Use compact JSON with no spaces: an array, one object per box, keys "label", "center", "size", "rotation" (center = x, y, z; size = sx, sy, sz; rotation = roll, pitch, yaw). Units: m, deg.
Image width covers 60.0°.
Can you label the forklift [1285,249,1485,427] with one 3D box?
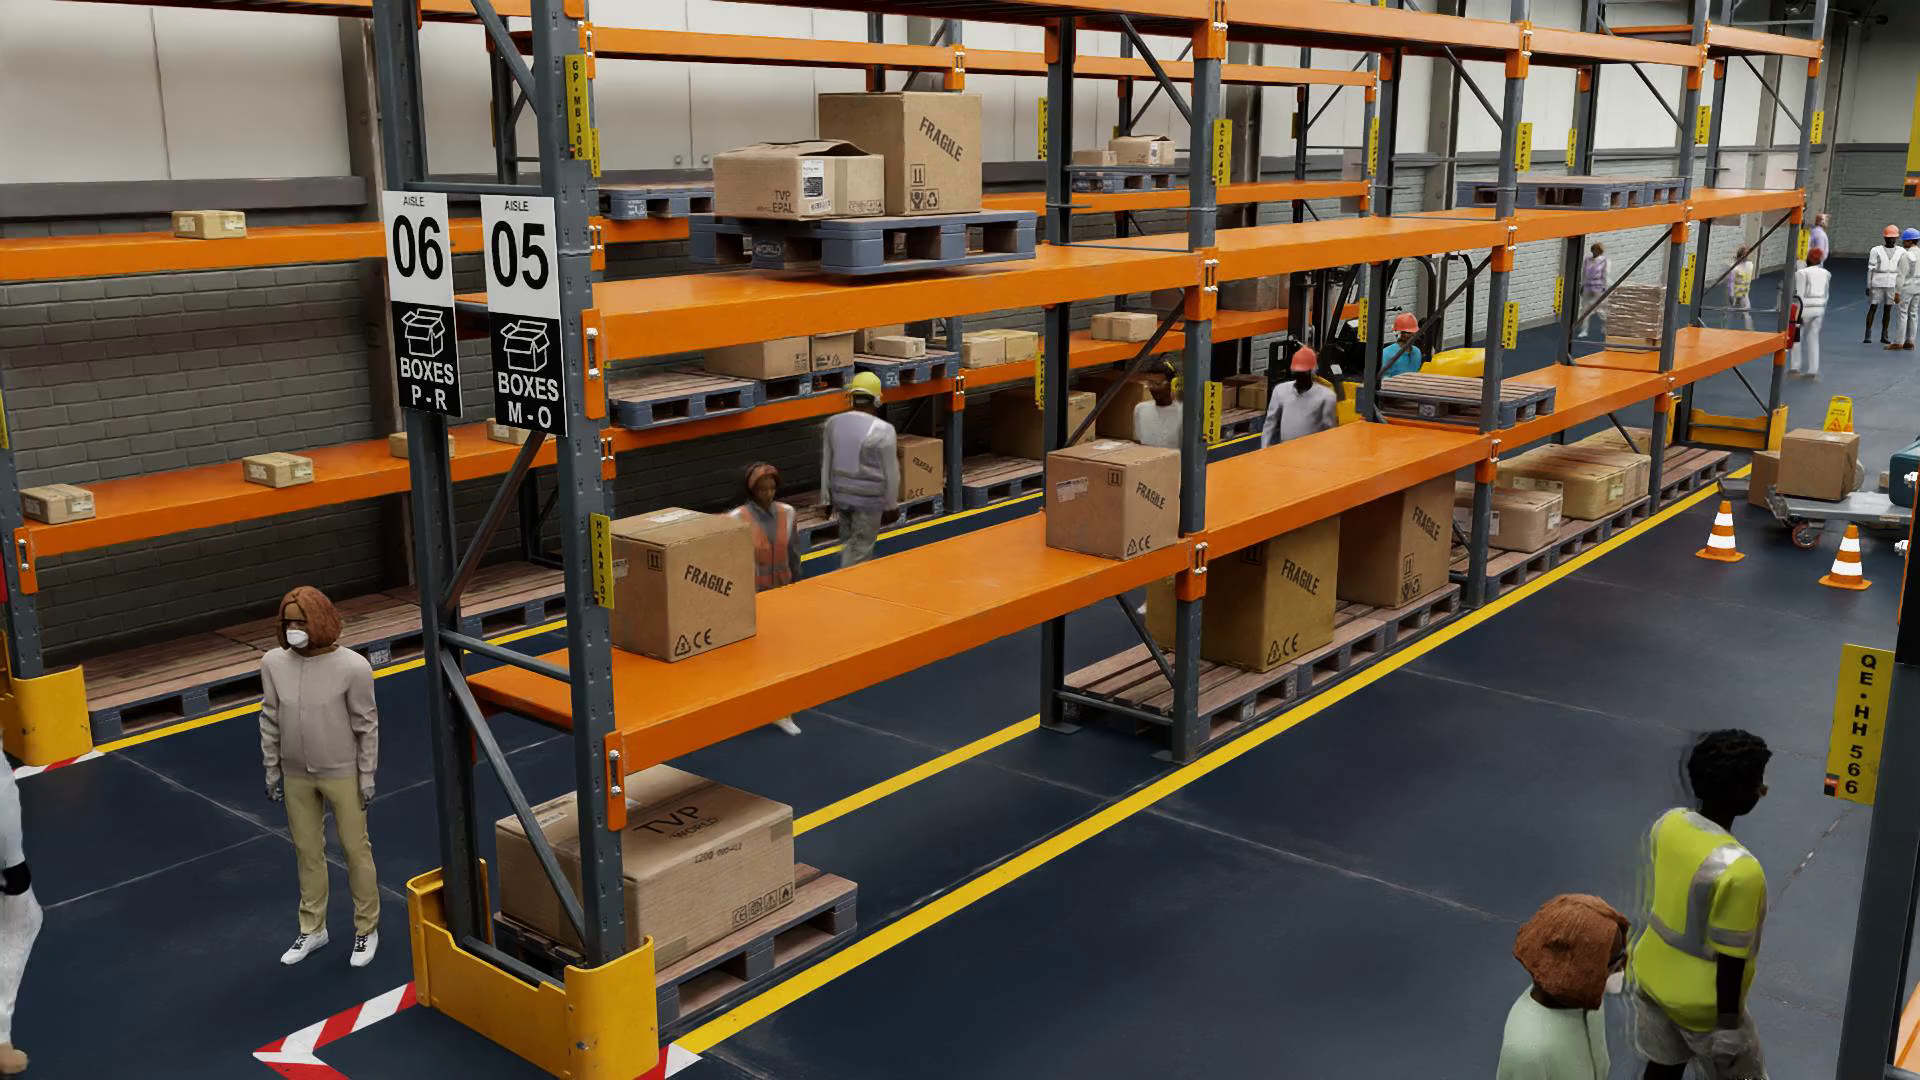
[{"label":"forklift","center":[4.886,-2.214,18.767],"size":[2.313,2.155,1.214],"rotation":[11,18,38]}]

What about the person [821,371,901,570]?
[{"label":"person","center":[-0.681,-0.287,11.737],"size":[0.593,1.797,0.490],"rotation":[11,17,37]}]

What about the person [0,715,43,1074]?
[{"label":"person","center":[-3.639,1.115,5.956],"size":[0.650,1.831,0.446],"rotation":[0,14,2]}]

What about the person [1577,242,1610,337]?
[{"label":"person","center":[10.826,-4.262,28.299],"size":[0.552,1.625,0.528],"rotation":[-10,17,-35]}]

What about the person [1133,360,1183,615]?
[{"label":"person","center":[1.445,-0.386,12.025],"size":[0.519,1.856,0.461],"rotation":[11,18,38]}]

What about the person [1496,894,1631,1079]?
[{"label":"person","center":[1.483,1.648,4.219],"size":[0.271,1.627,0.502],"rotation":[11,18,38]}]

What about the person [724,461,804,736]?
[{"label":"person","center":[-1.200,0.316,9.659],"size":[0.546,1.616,0.596],"rotation":[-11,18,-39]}]

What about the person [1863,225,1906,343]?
[{"label":"person","center":[15.240,-4.206,27.404],"size":[0.551,1.936,0.356],"rotation":[4,14,14]}]

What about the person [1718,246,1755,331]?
[{"label":"person","center":[12.774,-3.983,27.172],"size":[0.544,1.592,0.854],"rotation":[-5,15,-20]}]

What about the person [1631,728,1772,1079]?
[{"label":"person","center":[2.359,1.385,5.136],"size":[0.526,1.683,0.555],"rotation":[-1,14,-5]}]

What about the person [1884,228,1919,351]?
[{"label":"person","center":[15.072,-3.975,26.471],"size":[0.610,1.939,0.419],"rotation":[-8,16,-29]}]

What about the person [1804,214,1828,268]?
[{"label":"person","center":[16.499,-5.331,32.081],"size":[0.398,1.899,0.643],"rotation":[1,14,5]}]

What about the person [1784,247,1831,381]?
[{"label":"person","center":[11.964,-3.177,23.383],"size":[0.595,1.851,0.604],"rotation":[-3,14,-11]}]

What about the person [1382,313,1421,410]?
[{"label":"person","center":[4.225,-1.298,15.948],"size":[0.562,1.751,0.327],"rotation":[-10,17,-34]}]

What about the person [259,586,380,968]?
[{"label":"person","center":[-2.652,0.982,6.910],"size":[0.500,1.633,0.282],"rotation":[2,14,6]}]

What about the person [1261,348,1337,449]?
[{"label":"person","center":[2.774,-0.734,13.751],"size":[0.583,1.704,0.896],"rotation":[11,17,37]}]

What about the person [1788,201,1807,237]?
[{"label":"person","center":[19.746,-7.075,39.287],"size":[0.348,1.842,0.506],"rotation":[6,15,24]}]
